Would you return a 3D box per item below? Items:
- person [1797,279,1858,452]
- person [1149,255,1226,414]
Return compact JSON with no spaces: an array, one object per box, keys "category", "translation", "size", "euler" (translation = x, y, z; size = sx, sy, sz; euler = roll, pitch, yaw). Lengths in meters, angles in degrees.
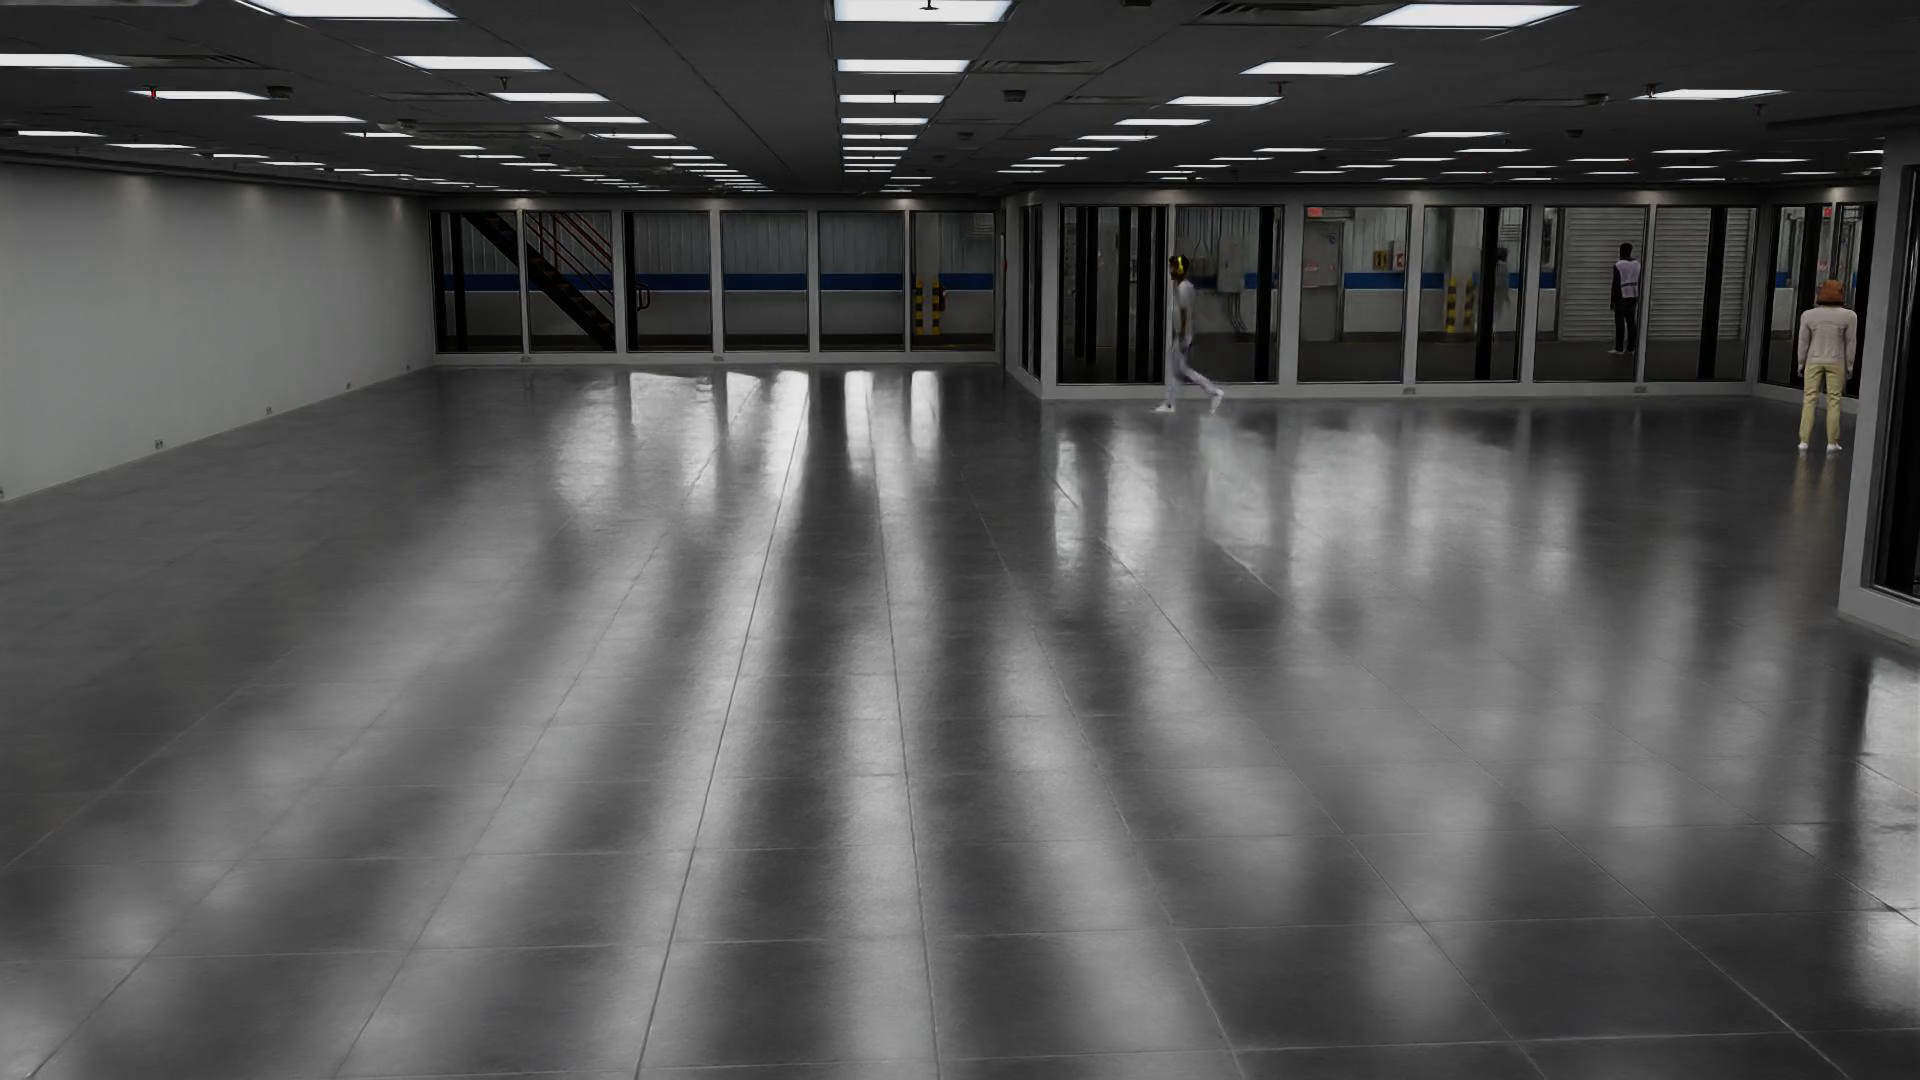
[{"category":"person","translation":[8.248,-1.657,15.849],"size":[0.502,1.636,0.280],"euler":[7,13,33]},{"category":"person","translation":[2.621,-2.342,19.049],"size":[0.809,1.837,0.524],"euler":[2,11,11]}]
